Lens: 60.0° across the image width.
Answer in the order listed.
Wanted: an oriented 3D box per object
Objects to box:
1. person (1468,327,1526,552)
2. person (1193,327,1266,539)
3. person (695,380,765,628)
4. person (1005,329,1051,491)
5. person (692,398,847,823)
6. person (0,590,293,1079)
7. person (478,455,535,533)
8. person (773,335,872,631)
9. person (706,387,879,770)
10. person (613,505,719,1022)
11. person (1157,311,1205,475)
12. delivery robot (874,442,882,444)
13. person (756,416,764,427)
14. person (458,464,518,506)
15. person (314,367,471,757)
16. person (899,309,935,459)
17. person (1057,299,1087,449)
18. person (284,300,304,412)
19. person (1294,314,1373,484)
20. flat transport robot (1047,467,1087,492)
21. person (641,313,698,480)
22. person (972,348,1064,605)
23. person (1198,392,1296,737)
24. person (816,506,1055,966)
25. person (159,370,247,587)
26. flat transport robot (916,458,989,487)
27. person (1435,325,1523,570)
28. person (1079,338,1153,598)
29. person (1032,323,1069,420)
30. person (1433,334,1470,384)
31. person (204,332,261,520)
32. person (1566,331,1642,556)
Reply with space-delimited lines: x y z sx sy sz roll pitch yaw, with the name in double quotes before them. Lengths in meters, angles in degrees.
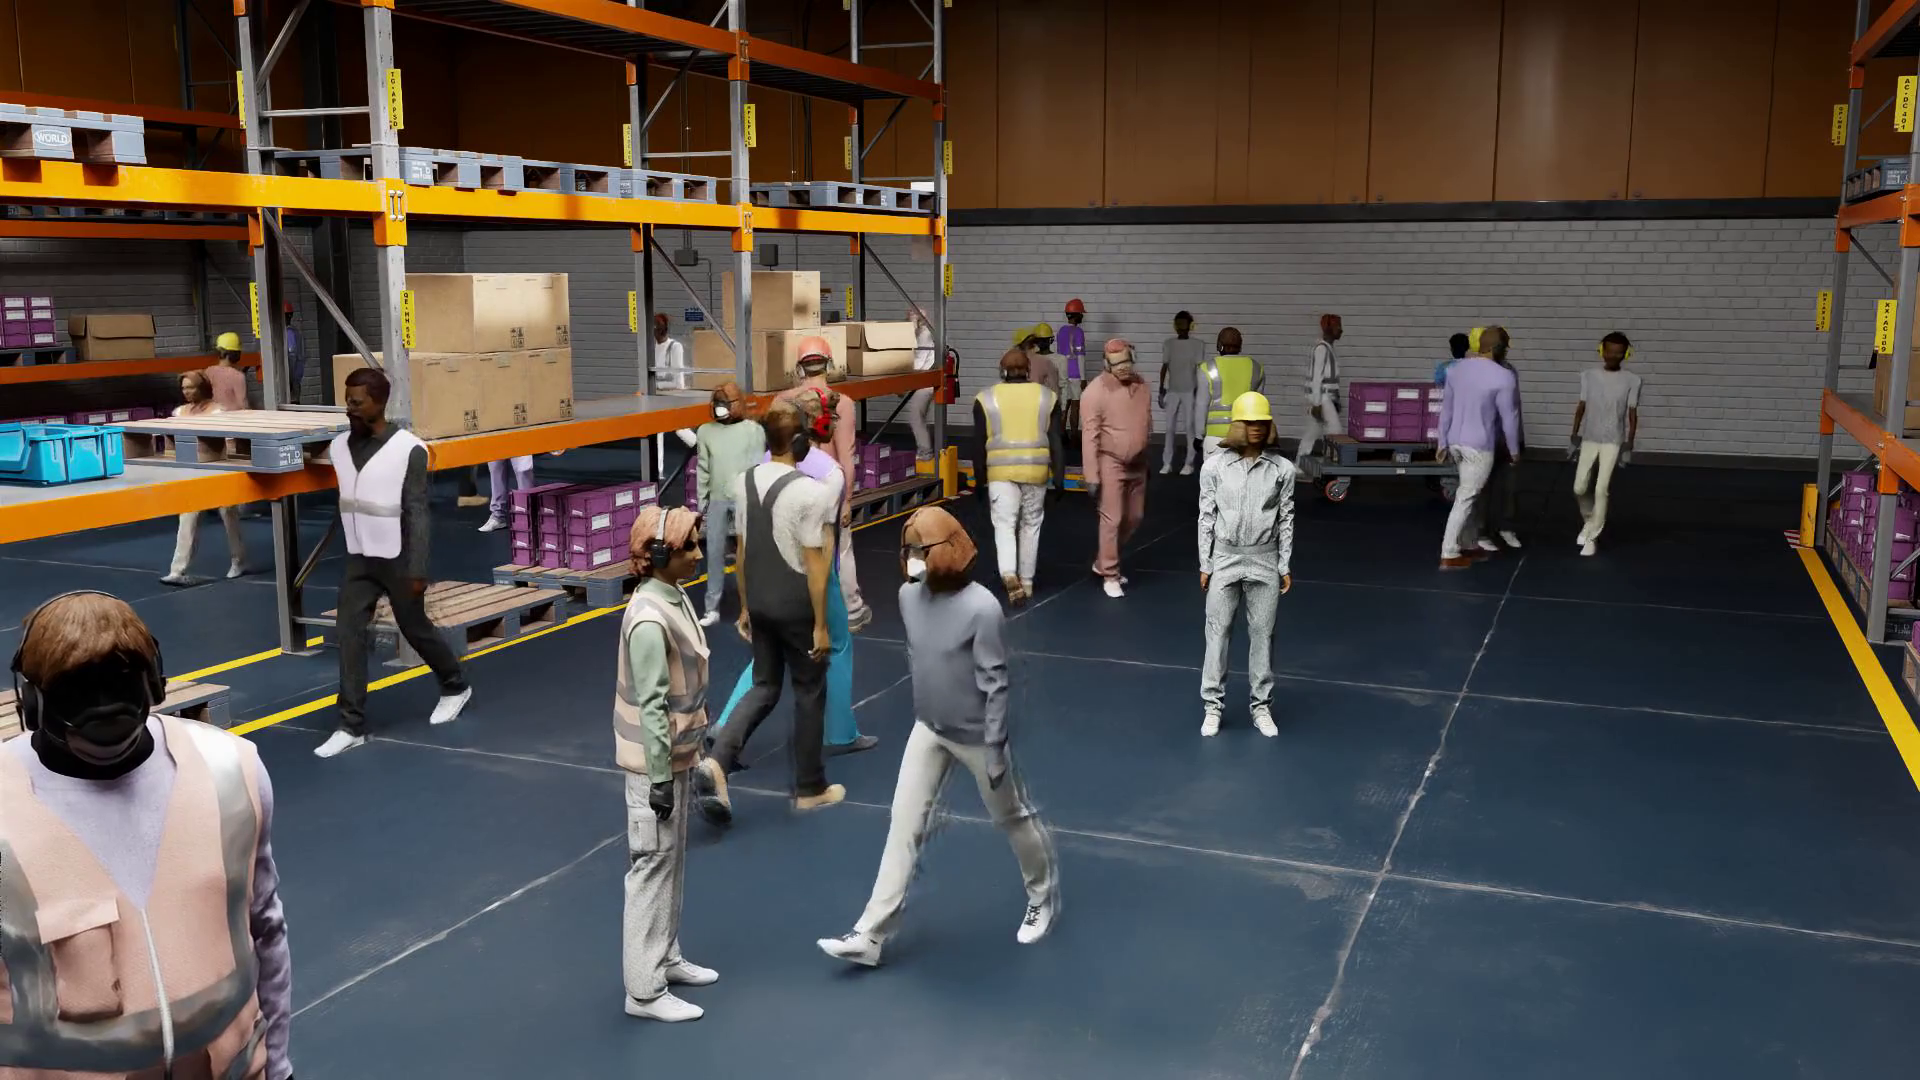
"person" 4.387 -0.818 13.725 0.693 1.872 0.461 -3 10 -16
"person" 2.318 -0.923 14.439 0.637 1.842 0.429 -2 10 -13
"person" -1.516 -0.235 10.924 0.507 1.623 0.332 3 10 15
"person" 0.760 -1.378 17.636 0.587 1.701 0.921 0 9 -2
"person" -0.792 0.317 6.997 0.527 1.822 0.759 7 12 36
"person" -1.432 0.989 2.854 0.429 1.841 0.633 9 13 43
"person" -4.017 -0.997 14.715 0.637 1.901 0.403 3 10 19
"person" -0.905 -0.313 10.472 0.623 1.943 0.989 4 10 22
"person" -0.791 0.184 7.843 0.573 1.810 0.866 9 13 43
"person" -0.936 0.697 5.262 0.315 1.629 0.509 -1 9 -3
"person" 2.506 -1.663 18.892 0.541 1.854 0.380 4 10 21
"delivery robot" -1.208 -0.951 18.212 0.707 0.478 0.477 0 9 -2
"person" -2.369 -2.011 20.737 0.355 1.938 0.544 7 12 37
"person" -4.649 -1.359 16.480 0.806 2.000 0.713 -4 10 -23
"person" -2.842 0.069 8.321 0.602 1.883 0.966 4 10 24
"person" -0.507 -1.792 19.604 0.430 1.875 0.657 -1 9 -9
"person" 1.476 -2.147 21.563 0.357 1.938 0.545 -6 11 -30
"person" -8.583 -2.094 21.245 0.375 1.935 0.550 -3 10 -18
"person" 4.060 -1.511 18.011 0.951 1.832 0.606 3 10 17
"flat transport robot" 1.143 -0.638 17.456 1.431 0.197 0.652 5 10 26
"person" -3.164 -1.598 18.509 0.580 1.859 0.849 8 13 41
"person" 0.414 -0.442 11.652 0.640 1.805 0.813 -1 9 -5
"person" 1.437 0.128 8.362 0.487 1.746 0.288 0 9 1
"person" -0.036 0.663 5.660 0.529 1.568 0.946 9 13 43
"person" -5.614 -0.456 12.342 0.525 1.592 0.856 2 10 10
"flat transport robot" -0.126 -0.745 18.108 1.431 0.197 0.652 5 11 28
"person" 4.079 -0.711 12.956 0.781 1.901 0.645 -4 10 -23
"person" 1.079 -0.521 11.958 0.713 1.863 0.635 -8 12 -39
"person" 0.889 -1.427 17.720 0.529 1.768 0.312 2 10 12
"person" 5.279 -1.369 17.709 0.543 1.640 0.875 -2 10 -13
"person" -6.759 -1.038 15.369 0.550 1.752 0.438 5 10 26
"person" 5.253 -0.787 13.592 0.556 1.845 0.447 6 11 33
